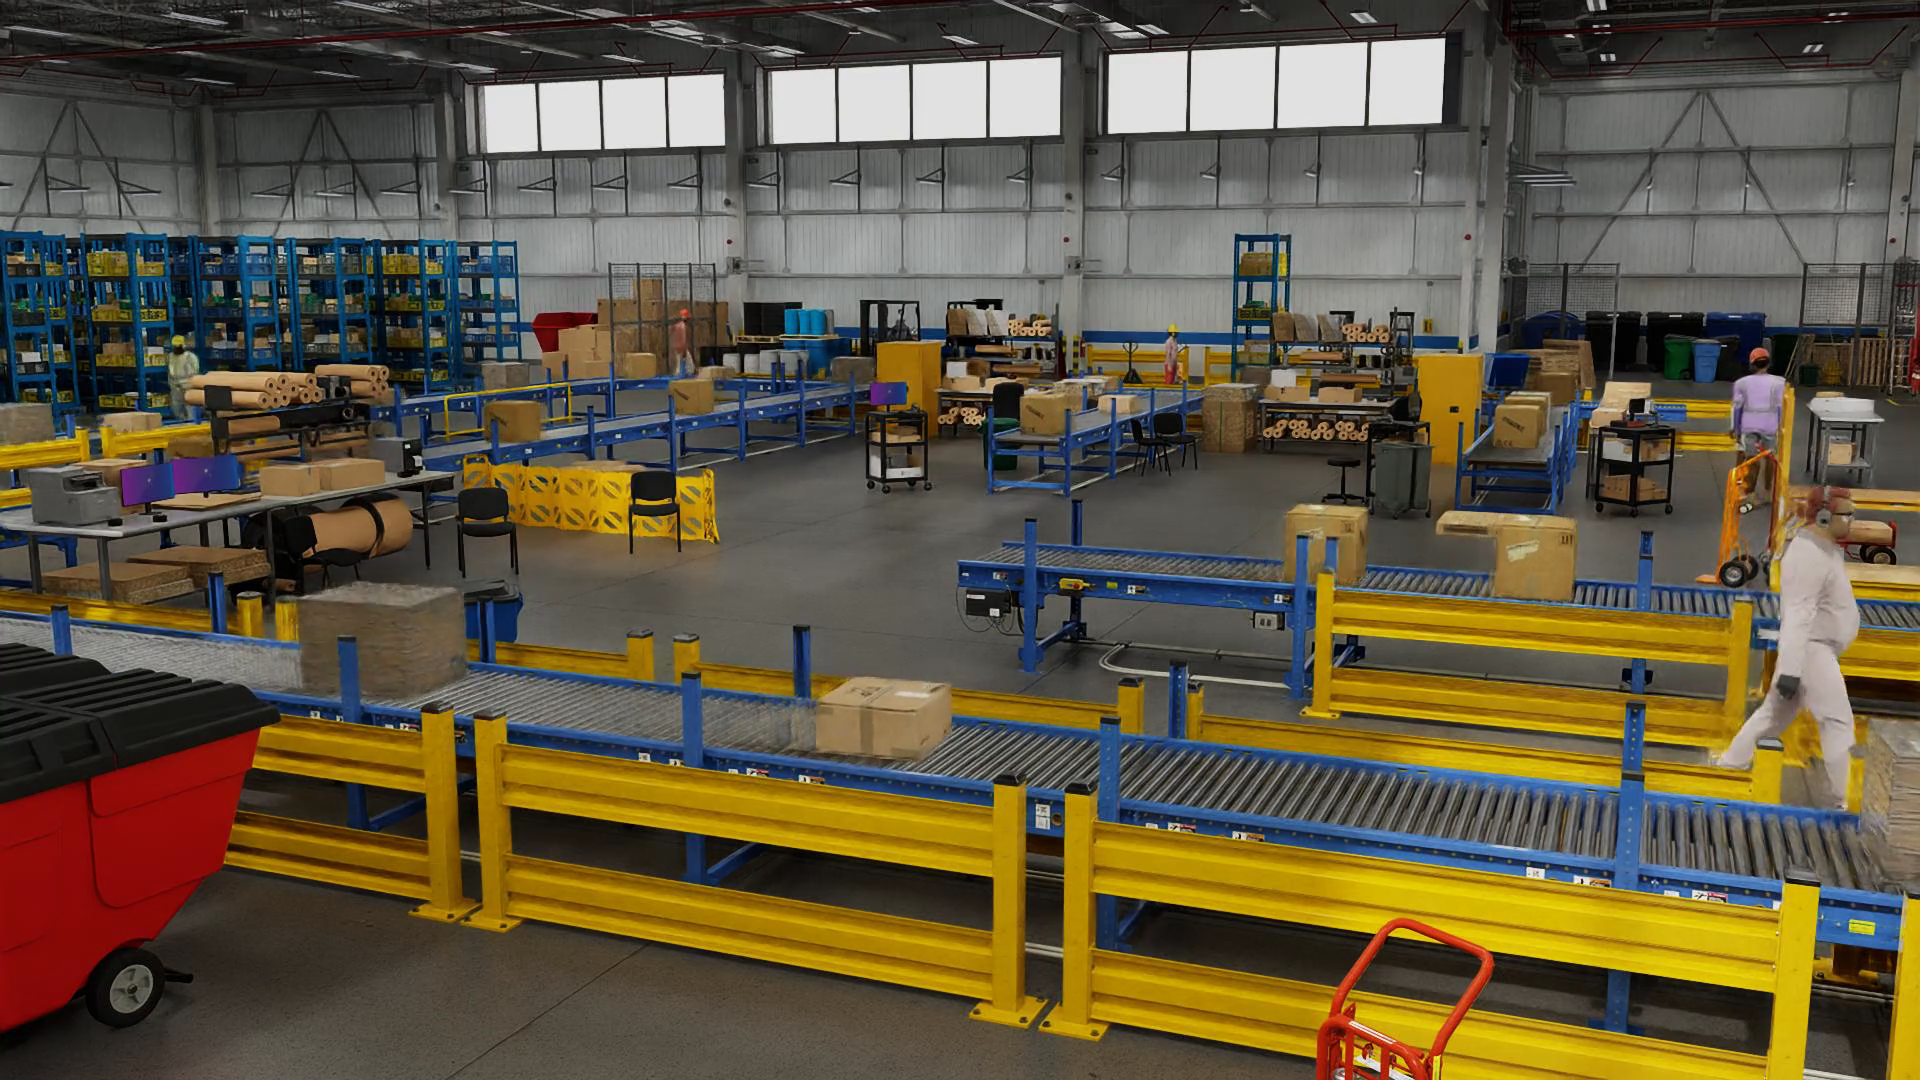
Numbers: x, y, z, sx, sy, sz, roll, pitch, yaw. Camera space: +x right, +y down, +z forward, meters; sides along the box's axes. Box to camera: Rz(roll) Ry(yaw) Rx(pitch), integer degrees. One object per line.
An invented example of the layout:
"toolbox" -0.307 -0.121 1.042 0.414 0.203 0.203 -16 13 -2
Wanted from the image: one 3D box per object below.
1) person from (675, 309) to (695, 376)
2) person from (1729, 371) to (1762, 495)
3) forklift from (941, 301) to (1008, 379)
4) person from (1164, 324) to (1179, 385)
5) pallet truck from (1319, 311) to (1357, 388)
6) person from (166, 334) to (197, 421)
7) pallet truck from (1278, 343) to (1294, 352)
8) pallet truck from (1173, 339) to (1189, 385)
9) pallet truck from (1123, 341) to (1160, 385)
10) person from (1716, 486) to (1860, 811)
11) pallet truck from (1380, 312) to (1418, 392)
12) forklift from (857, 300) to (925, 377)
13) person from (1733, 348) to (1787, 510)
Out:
"person" -6.632 -4.625 40.494 0.699 1.971 0.645 -5 11 -28
"person" 10.397 -1.510 21.799 0.565 1.924 0.653 5 11 27
"forklift" 0.365 -4.966 41.571 1.157 1.987 2.680 3 10 20
"person" 4.597 -3.789 36.078 0.308 1.769 0.525 4 10 23
"pallet truck" 9.071 -4.419 39.190 0.823 1.965 1.885 5 10 26
"person" -13.877 -2.757 29.673 0.600 1.820 0.421 1 9 4
"pallet truck" 7.886 -4.163 39.743 0.653 1.274 1.630 4 10 22
"pallet truck" 5.418 -4.269 40.420 0.704 1.261 1.522 3 10 20
"pallet truck" 4.445 -4.380 41.279 0.680 1.201 1.601 4 10 22
"person" 4.625 0.618 9.094 0.978 1.865 0.659 5 11 28
"pallet truck" 10.207 -4.283 38.369 0.823 1.965 1.885 3 10 20
"forklift" -1.732 -5.109 42.468 1.157 1.987 2.680 4 10 22
"person" 10.052 -1.400 20.875 0.639 2.001 0.912 7 11 35
